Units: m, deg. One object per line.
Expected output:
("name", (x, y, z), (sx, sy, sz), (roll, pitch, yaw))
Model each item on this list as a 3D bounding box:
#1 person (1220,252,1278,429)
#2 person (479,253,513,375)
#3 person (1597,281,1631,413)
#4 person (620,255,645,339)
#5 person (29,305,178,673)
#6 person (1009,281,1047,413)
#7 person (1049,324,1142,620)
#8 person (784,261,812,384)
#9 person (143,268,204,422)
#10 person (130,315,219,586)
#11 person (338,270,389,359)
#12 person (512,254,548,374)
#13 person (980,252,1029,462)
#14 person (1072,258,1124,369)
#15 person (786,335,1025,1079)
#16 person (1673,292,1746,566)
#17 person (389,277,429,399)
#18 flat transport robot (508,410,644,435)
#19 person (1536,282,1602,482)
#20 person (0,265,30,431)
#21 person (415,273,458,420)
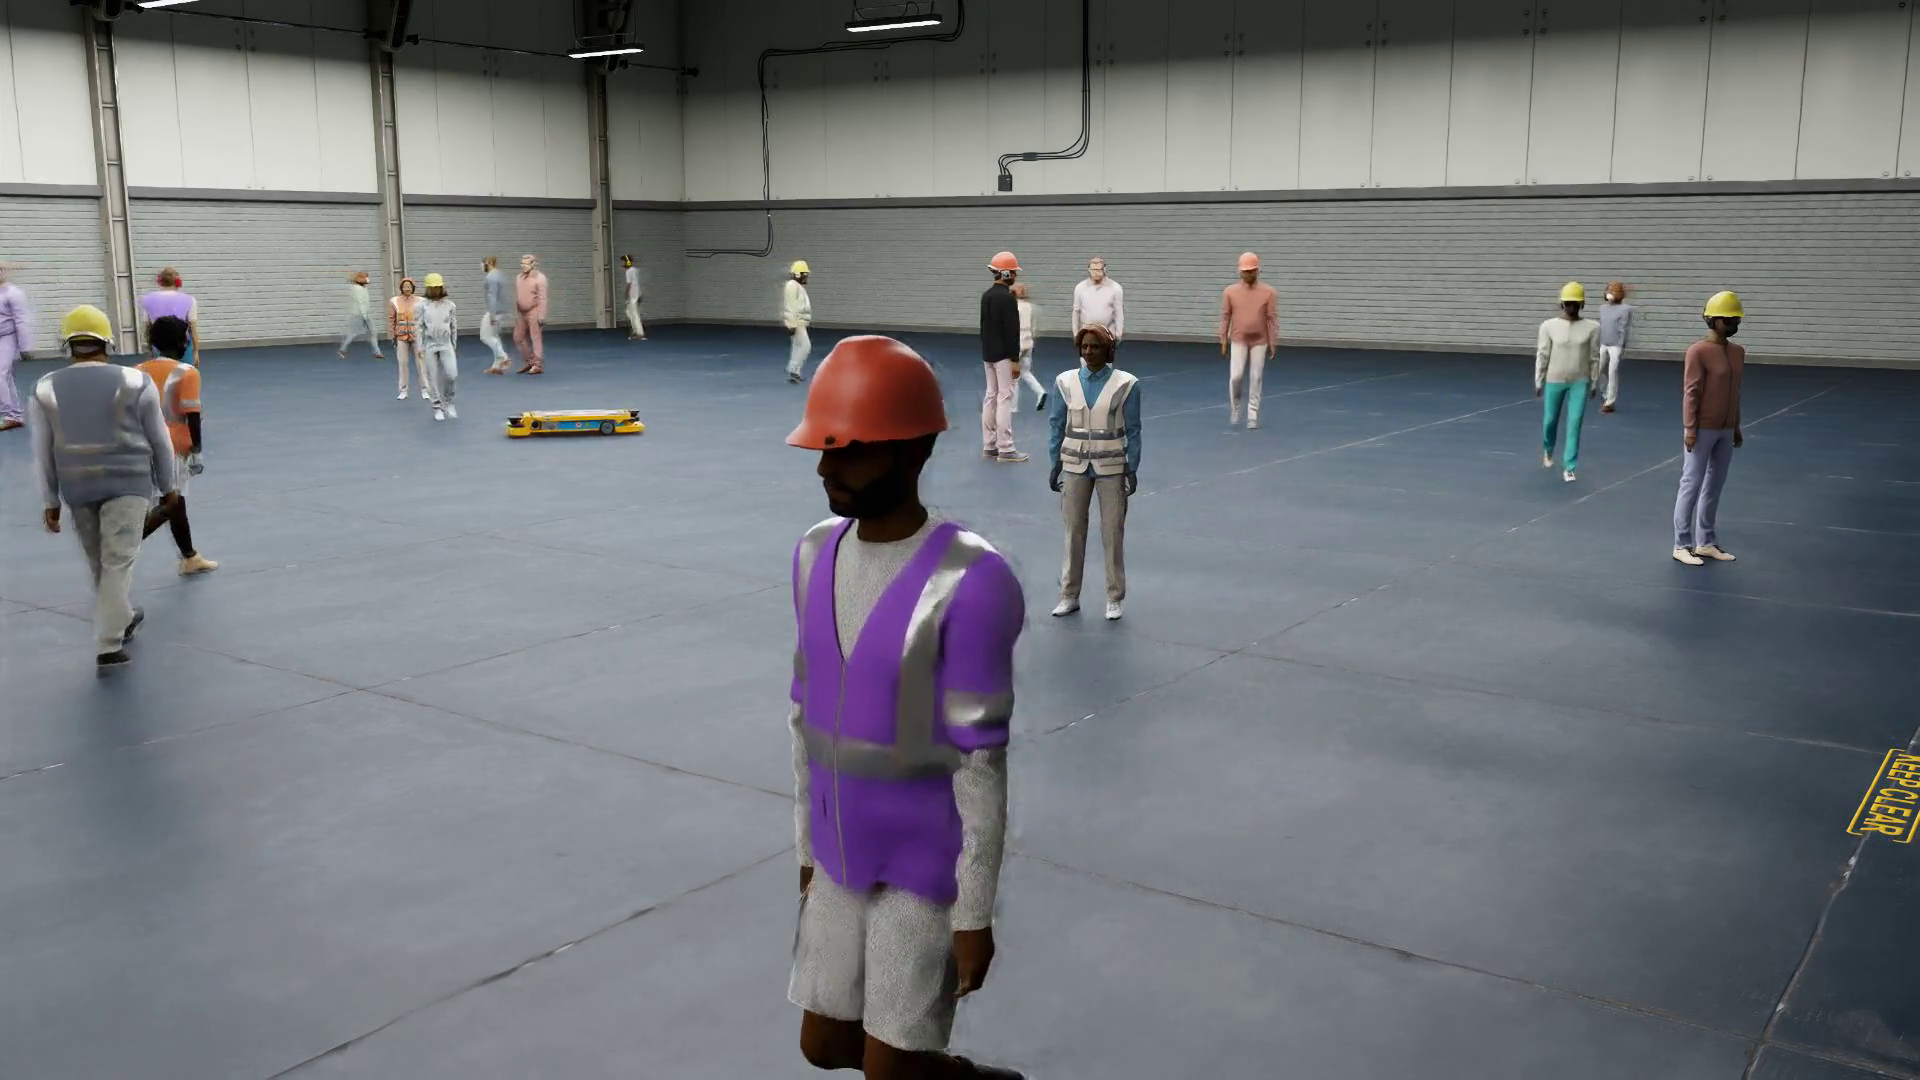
("person", (3.230, -2.220, 18.602), (0.635, 1.972, 0.459), (2, 10, 9))
("person", (-7.390, -3.558, 26.273), (0.437, 1.909, 0.648), (-2, 10, -10))
("person", (7.942, -2.352, 20.341), (0.343, 1.619, 0.500), (-5, 11, -28))
("person", (-7.088, -5.219, 35.812), (0.602, 1.831, 0.578), (1, 10, 7))
("person", (-4.243, -0.273, 8.297), (0.586, 1.773, 0.973), (-1, 10, -8))
("person", (0.779, -2.342, 20.293), (0.558, 1.613, 0.536), (-10, 14, -43))
("person", (0.745, -0.377, 9.226), (0.522, 1.640, 0.306), (3, 11, 18))
("person", (-2.357, -3.189, 24.477), (0.443, 1.814, 0.628), (1, 10, 5))
("person", (-8.717, -2.110, 18.470), (0.594, 1.795, 0.953), (-2, 10, -12))
("person", (-4.905, -0.538, 10.100), (0.544, 1.653, 0.839), (4, 11, 23))
("person", (-10.780, -4.043, 29.872), (0.817, 1.598, 0.499), (0, 10, 2))
("person", (-6.844, -3.564, 26.344), (0.681, 1.893, 0.510), (6, 12, 32))
("person", (0.408, -1.743, 15.884), (0.382, 1.995, 0.612), (-5, 11, -28))
("person", (1.767, -2.661, 21.328), (0.675, 1.884, 0.577), (2, 10, 9))
("person", (-0.088, 0.568, 3.152), (0.549, 1.918, 0.660), (9, 14, 42))
("person", (4.894, -0.720, 10.791), (0.533, 1.768, 0.311), (-6, 12, -29))
("person", (-7.316, -2.674, 22.143), (0.526, 1.627, 0.326), (-1, 10, -7))
("flat transport robot", (-4.212, -1.297, 18.209), (1.431, 0.197, 0.652), (-3, 10, -16))
("person", (5.382, -1.414, 14.748), (0.530, 1.750, 0.667), (3, 11, 16))
("person", (-10.760, -2.151, 18.485), (0.649, 1.885, 0.677), (5, 11, 25))
("person", (-6.142, -2.265, 19.558), (0.490, 1.729, 0.458), (-5, 11, -25))
